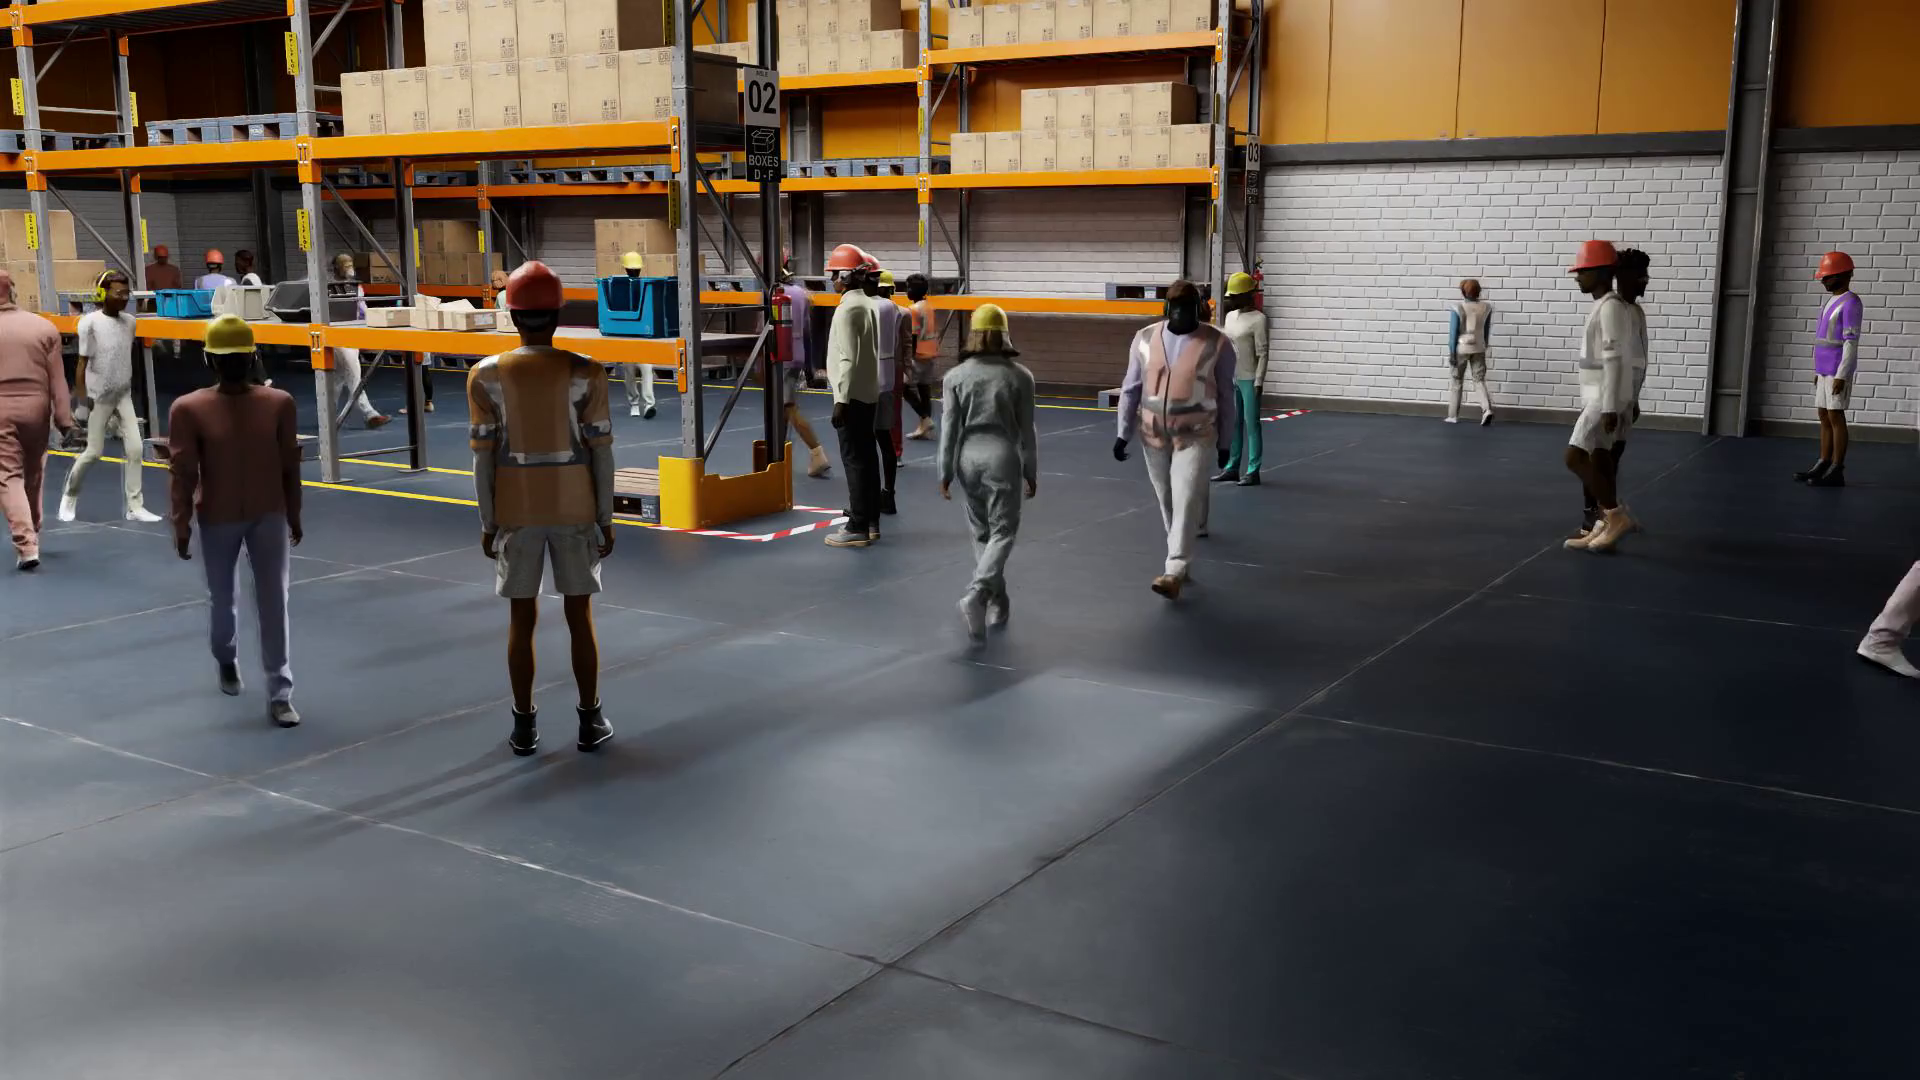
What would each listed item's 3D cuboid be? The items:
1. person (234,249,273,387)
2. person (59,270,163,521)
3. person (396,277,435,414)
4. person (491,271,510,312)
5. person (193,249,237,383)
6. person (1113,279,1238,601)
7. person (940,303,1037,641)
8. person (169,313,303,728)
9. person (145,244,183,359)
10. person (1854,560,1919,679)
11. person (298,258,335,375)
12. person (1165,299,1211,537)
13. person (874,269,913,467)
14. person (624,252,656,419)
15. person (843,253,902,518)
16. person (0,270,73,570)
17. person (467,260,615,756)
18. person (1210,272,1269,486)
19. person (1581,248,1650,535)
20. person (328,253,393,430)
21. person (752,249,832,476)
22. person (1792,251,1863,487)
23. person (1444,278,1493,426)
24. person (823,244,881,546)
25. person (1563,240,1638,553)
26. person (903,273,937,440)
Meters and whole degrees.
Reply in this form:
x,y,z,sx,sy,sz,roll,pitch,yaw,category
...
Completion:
x,y,z,sx,sy,sz,roll,pitch,yaw,category
-9.190,-2.796,21.517,0.461,1.904,0.592,-5,11,-25,person
-6.198,-1.022,11.942,0.784,1.827,0.540,4,11,21,person
-6.363,-2.306,19.382,0.321,1.692,0.538,3,11,19,person
-5.979,-2.713,21.827,0.289,1.626,0.498,-1,10,-7,person
-9.841,-2.893,22.059,0.555,1.910,0.899,-3,11,-17,person
1.190,-0.564,9.429,0.633,1.796,0.953,6,12,28,person
0.135,-0.350,8.520,0.508,1.702,0.783,3,11,14,person
-3.101,-0.113,7.139,0.540,1.722,0.908,-7,12,-32,person
-13.648,-4.087,28.516,0.630,1.956,0.762,-7,13,-35,person
4.521,-0.245,7.450,0.817,1.878,0.662,6,12,31,person
-9.624,-3.377,24.950,0.588,1.822,0.403,-8,13,-39,person
1.586,-0.839,11.375,0.306,1.645,0.522,0,10,1,person
-0.681,-1.523,14.830,0.523,1.769,0.315,0,10,1,person
-3.671,-2.301,18.819,0.619,1.872,0.983,-3,11,-16,person
-0.666,-1.120,12.149,0.368,1.929,0.542,6,12,31,person
-5.934,-0.758,10.391,0.651,1.850,1.018,-9,14,-42,person
-1.628,-0.114,6.539,0.545,1.942,0.350,-2,10,-10,person
2.324,-1.327,13.771,0.333,1.759,0.523,-6,12,-30,person
4.497,-1.000,11.376,0.374,1.966,0.608,10,14,43,person
-6.546,-2.125,17.843,1.005,1.884,0.638,3,11,15,person
-1.466,-1.535,14.341,0.946,1.987,0.651,5,12,28,person
7.170,-1.400,13.702,0.373,1.929,0.542,2,10,8,person
5.594,-2.053,18.225,0.516,1.643,0.603,-2,10,-10,person
-0.718,-0.956,11.054,0.389,1.992,0.625,3,11,14,person
4.099,-0.912,10.721,0.441,2.018,0.620,4,11,19,person
-0.426,-1.831,16.746,0.367,1.684,0.556,4,11,19,person
